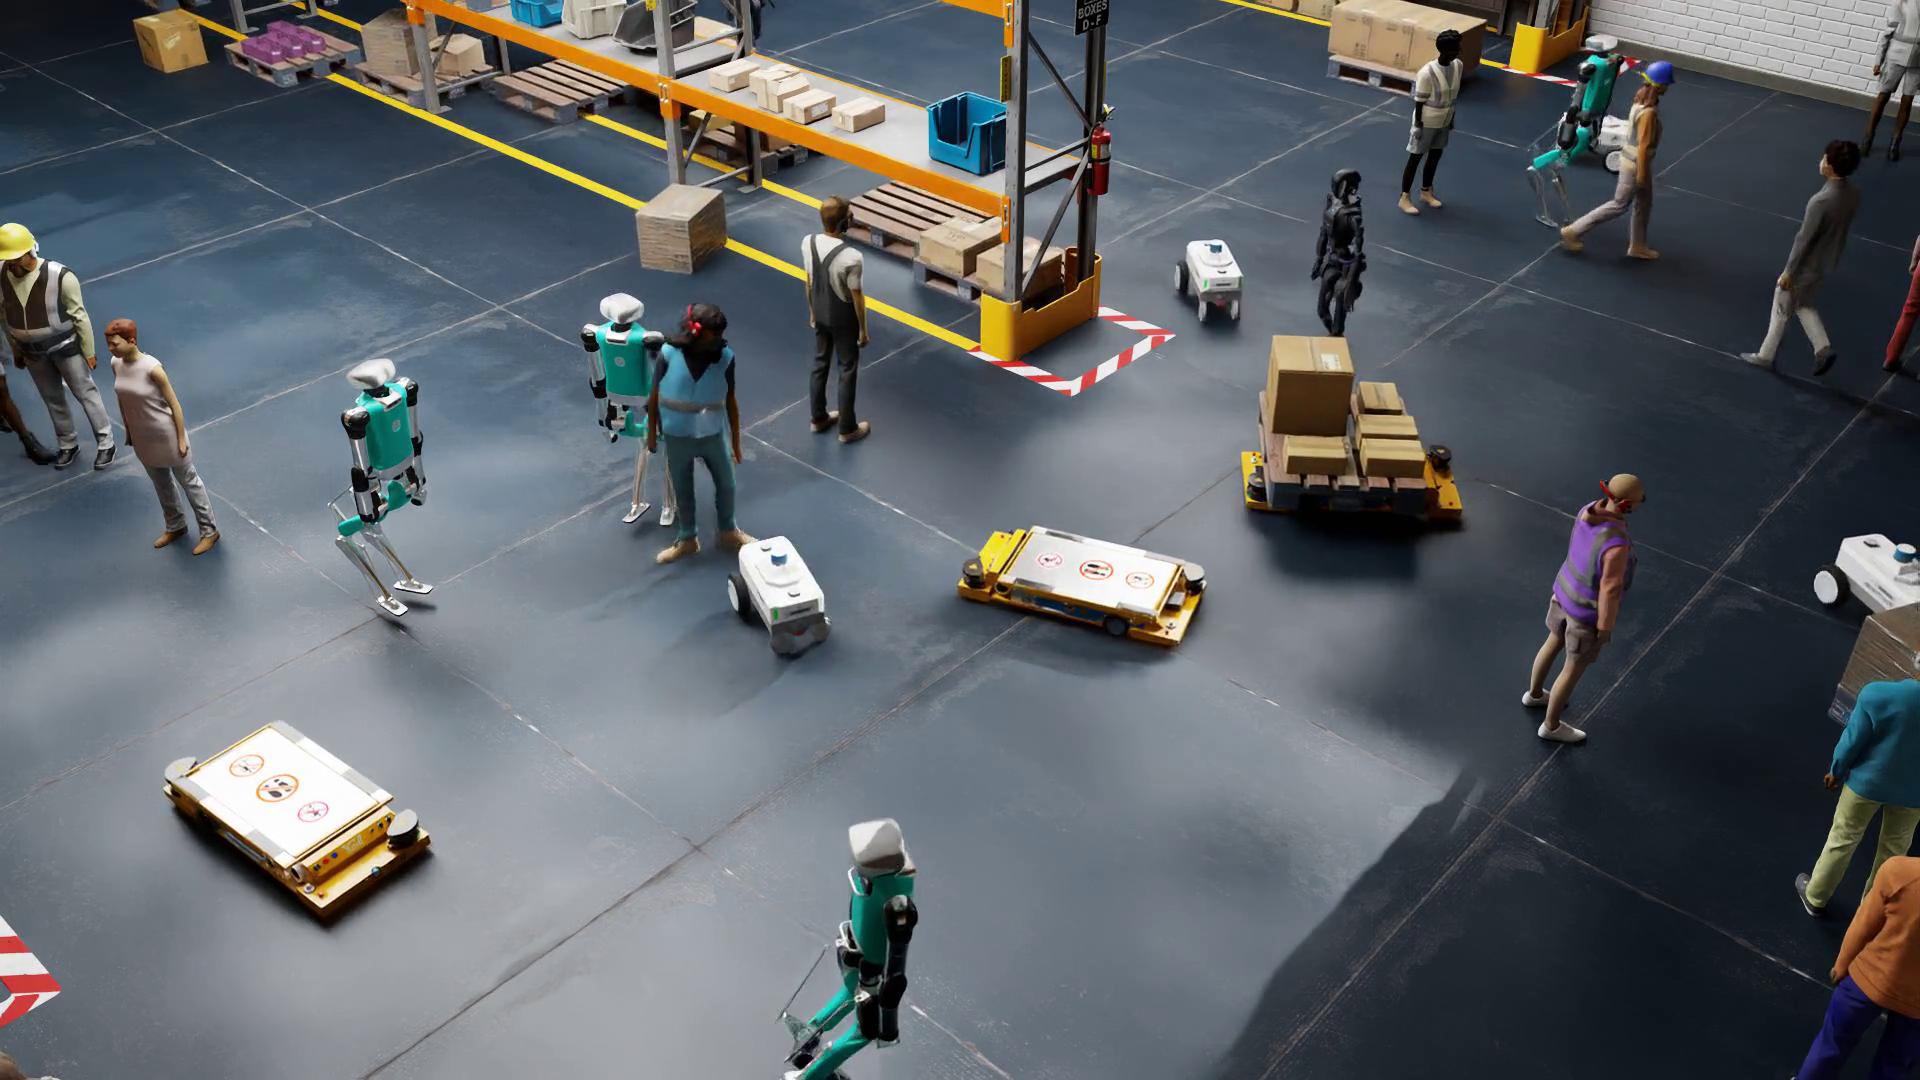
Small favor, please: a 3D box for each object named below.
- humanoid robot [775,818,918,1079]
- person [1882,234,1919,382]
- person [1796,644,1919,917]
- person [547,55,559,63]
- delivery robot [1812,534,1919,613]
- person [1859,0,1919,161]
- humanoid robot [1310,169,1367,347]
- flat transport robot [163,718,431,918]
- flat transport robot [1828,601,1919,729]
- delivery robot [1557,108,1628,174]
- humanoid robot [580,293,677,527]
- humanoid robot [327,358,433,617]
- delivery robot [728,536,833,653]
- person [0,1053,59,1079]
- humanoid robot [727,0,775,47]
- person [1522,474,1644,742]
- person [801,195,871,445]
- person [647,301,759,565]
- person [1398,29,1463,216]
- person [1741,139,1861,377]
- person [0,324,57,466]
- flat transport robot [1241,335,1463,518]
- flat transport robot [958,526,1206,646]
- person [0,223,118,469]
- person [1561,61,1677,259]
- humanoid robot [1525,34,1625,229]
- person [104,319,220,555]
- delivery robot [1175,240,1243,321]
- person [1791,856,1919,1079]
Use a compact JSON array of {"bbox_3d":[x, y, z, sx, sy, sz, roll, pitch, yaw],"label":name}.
[{"bbox_3d":[-0.613,1.913,6.787,0.897,1.821,0.556,-11,36,-15],"label":"humanoid robot"},{"bbox_3d":[7.382,-2.030,12.442,0.515,1.757,0.332,26,42,32],"label":"person"},{"bbox_3d":[4.415,1.119,7.881,0.565,1.751,0.328,10,36,14],"label":"person"},{"bbox_3d":[-4.566,-6.121,18.382,0.341,1.744,0.555,-6,35,-9],"label":"person"},{"bbox_3d":[5.671,0.288,10.130,0.499,0.583,0.774,-8,35,-11],"label":"delivery robot"},{"bbox_3d":[9.155,-4.634,16.068,0.548,1.927,0.389,14,37,19],"label":"person"},{"bbox_3d":[2.905,-2.031,12.519,0.454,1.647,0.611,-11,36,-15],"label":"humanoid robot"},{"bbox_3d":[-3.513,1.417,8.757,1.431,0.231,0.659,24,41,30],"label":"flat transport robot"},{"bbox_3d":[5.551,1.226,9.035,0.659,0.231,1.431,-12,36,-17],"label":"flat transport robot"},{"bbox_3d":[6.242,-3.935,16.254,0.784,0.589,0.499,14,37,20],"label":"delivery robot"},{"bbox_3d":[-2.014,-0.888,10.688,0.533,1.676,0.735,7,35,9],"label":"humanoid robot"},{"bbox_3d":[-3.529,-0.353,9.909,0.735,1.681,0.533,16,38,22],"label":"humanoid robot"},{"bbox_3d":[-1.087,0.297,10.141,0.522,0.609,0.780,-14,37,-19],"label":"delivery robot"},{"bbox_3d":[-3.294,2.436,6.054,0.337,1.658,0.497,12,36,16],"label":"person"},{"bbox_3d":[-2.377,-6.000,18.293,0.609,1.641,0.677,-29,44,-35],"label":"humanoid robot"},{"bbox_3d":[3.402,0.358,9.046,0.354,1.685,0.486,-2,35,-2],"label":"person"},{"bbox_3d":[-0.866,-1.540,11.664,0.503,1.836,0.318,20,40,27],"label":"person"},{"bbox_3d":[-1.676,-0.658,10.388,0.673,1.844,0.380,-4,35,-6],"label":"person"},{"bbox_3d":[4.279,-3.784,15.042,0.535,1.691,0.318,-20,39,-27],"label":"person"},{"bbox_3d":[6.368,-2.056,12.369,0.559,1.882,0.601,-15,37,-20],"label":"person"},{"bbox_3d":[-6.813,-1.472,11.523,0.977,1.885,0.582,24,41,30],"label":"person"},{"bbox_3d":[2.675,-0.427,11.429,1.431,0.231,0.659,3,35,4],"label":"flat transport robot"},{"bbox_3d":[0.769,0.262,10.431,1.431,0.231,0.659,13,37,18],"label":"flat transport robot"},{"bbox_3d":[-6.204,-1.317,11.355,0.589,1.825,0.403,0,35,1],"label":"person"},{"bbox_3d":[5.711,-3.223,14.177,0.806,1.742,0.475,11,36,15],"label":"person"},{"bbox_3d":[5.371,-3.641,14.780,0.538,1.782,0.662,-23,41,-30],"label":"humanoid robot"},{"bbox_3d":[-5.080,-0.655,10.531,0.455,1.659,0.272,11,36,15],"label":"person"},{"bbox_3d":[2.088,-2.189,13.740,0.499,0.606,0.796,-3,35,-4],"label":"delivery robot"},{"bbox_3d":[3.816,1.785,6.731,0.513,1.974,0.406,18,39,24],"label":"person"}]
